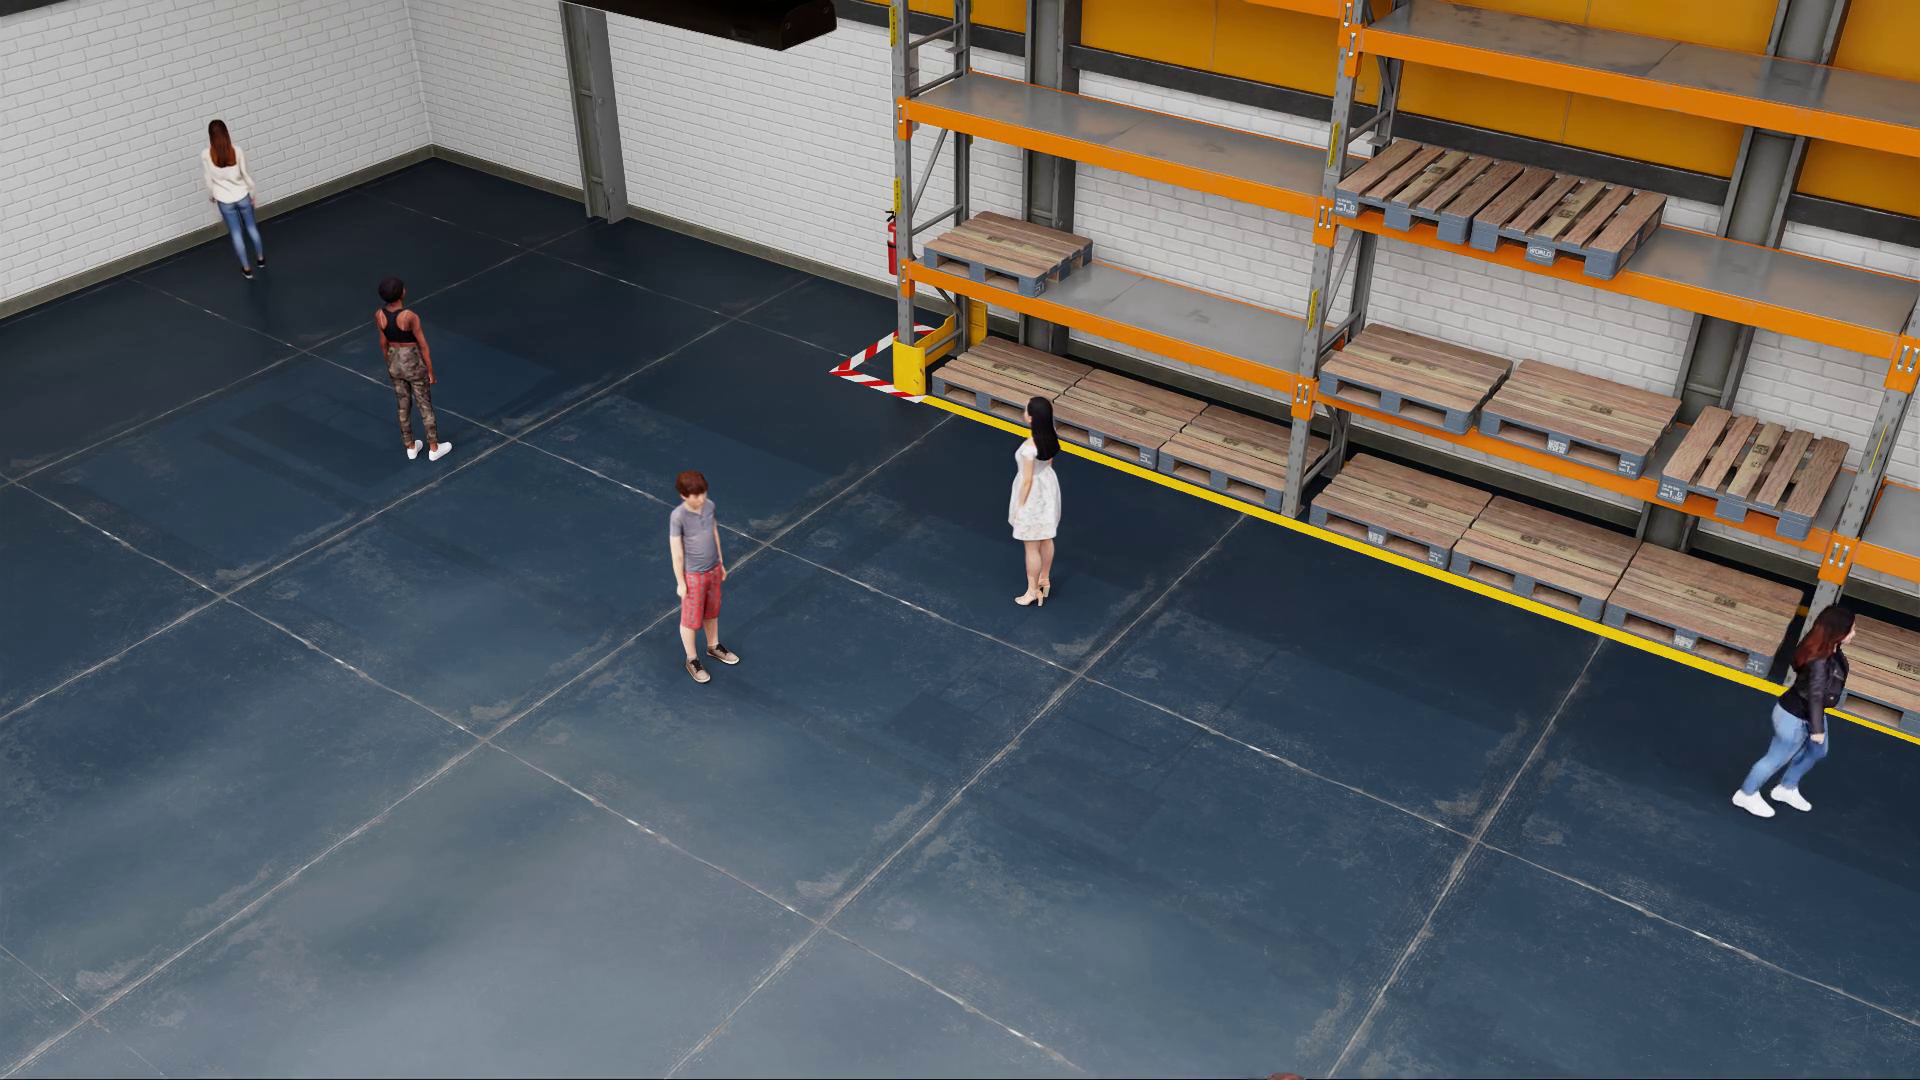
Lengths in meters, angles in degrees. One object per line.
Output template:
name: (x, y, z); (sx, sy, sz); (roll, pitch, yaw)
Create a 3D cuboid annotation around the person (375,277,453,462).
person: (-4.766, -1.482, 14.345); (0.585, 1.699, 0.708); (6, 34, 9)

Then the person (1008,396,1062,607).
person: (0.570, -0.289, 12.482); (0.631, 1.775, 0.646); (19, 38, 26)

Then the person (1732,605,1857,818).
person: (5.254, 1.080, 10.562); (0.670, 1.619, 0.644); (21, 39, 29)

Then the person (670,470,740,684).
person: (-1.861, 0.219, 11.829); (0.550, 1.651, 0.596); (26, 41, 33)

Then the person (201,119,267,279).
person: (-7.653, -3.589, 17.521); (0.805, 1.693, 0.881); (-14, 36, -21)
